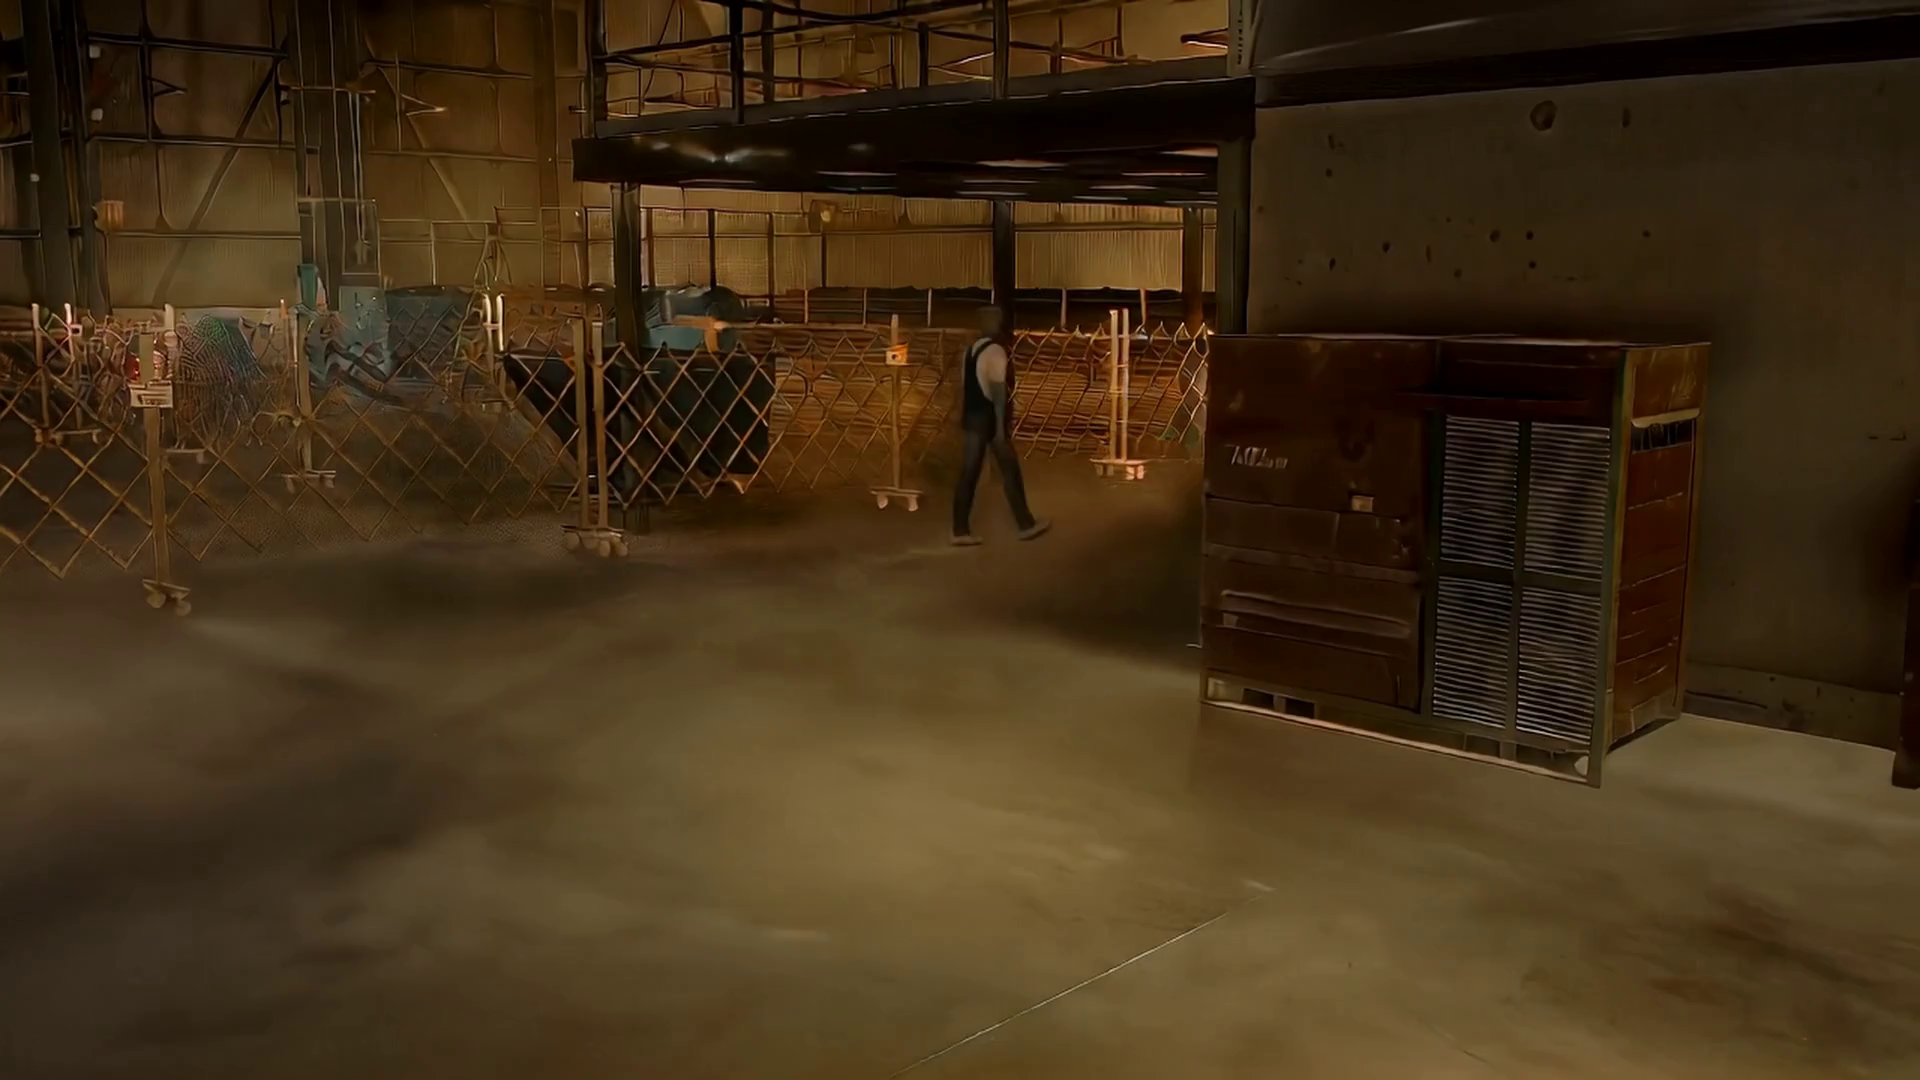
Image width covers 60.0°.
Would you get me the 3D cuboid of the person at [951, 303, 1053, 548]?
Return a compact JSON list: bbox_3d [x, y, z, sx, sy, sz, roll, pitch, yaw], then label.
[{"bbox_3d":[0.301,-0.854,12.454,0.908,1.804,0.556,-7,11,-36],"label":"person"}]
